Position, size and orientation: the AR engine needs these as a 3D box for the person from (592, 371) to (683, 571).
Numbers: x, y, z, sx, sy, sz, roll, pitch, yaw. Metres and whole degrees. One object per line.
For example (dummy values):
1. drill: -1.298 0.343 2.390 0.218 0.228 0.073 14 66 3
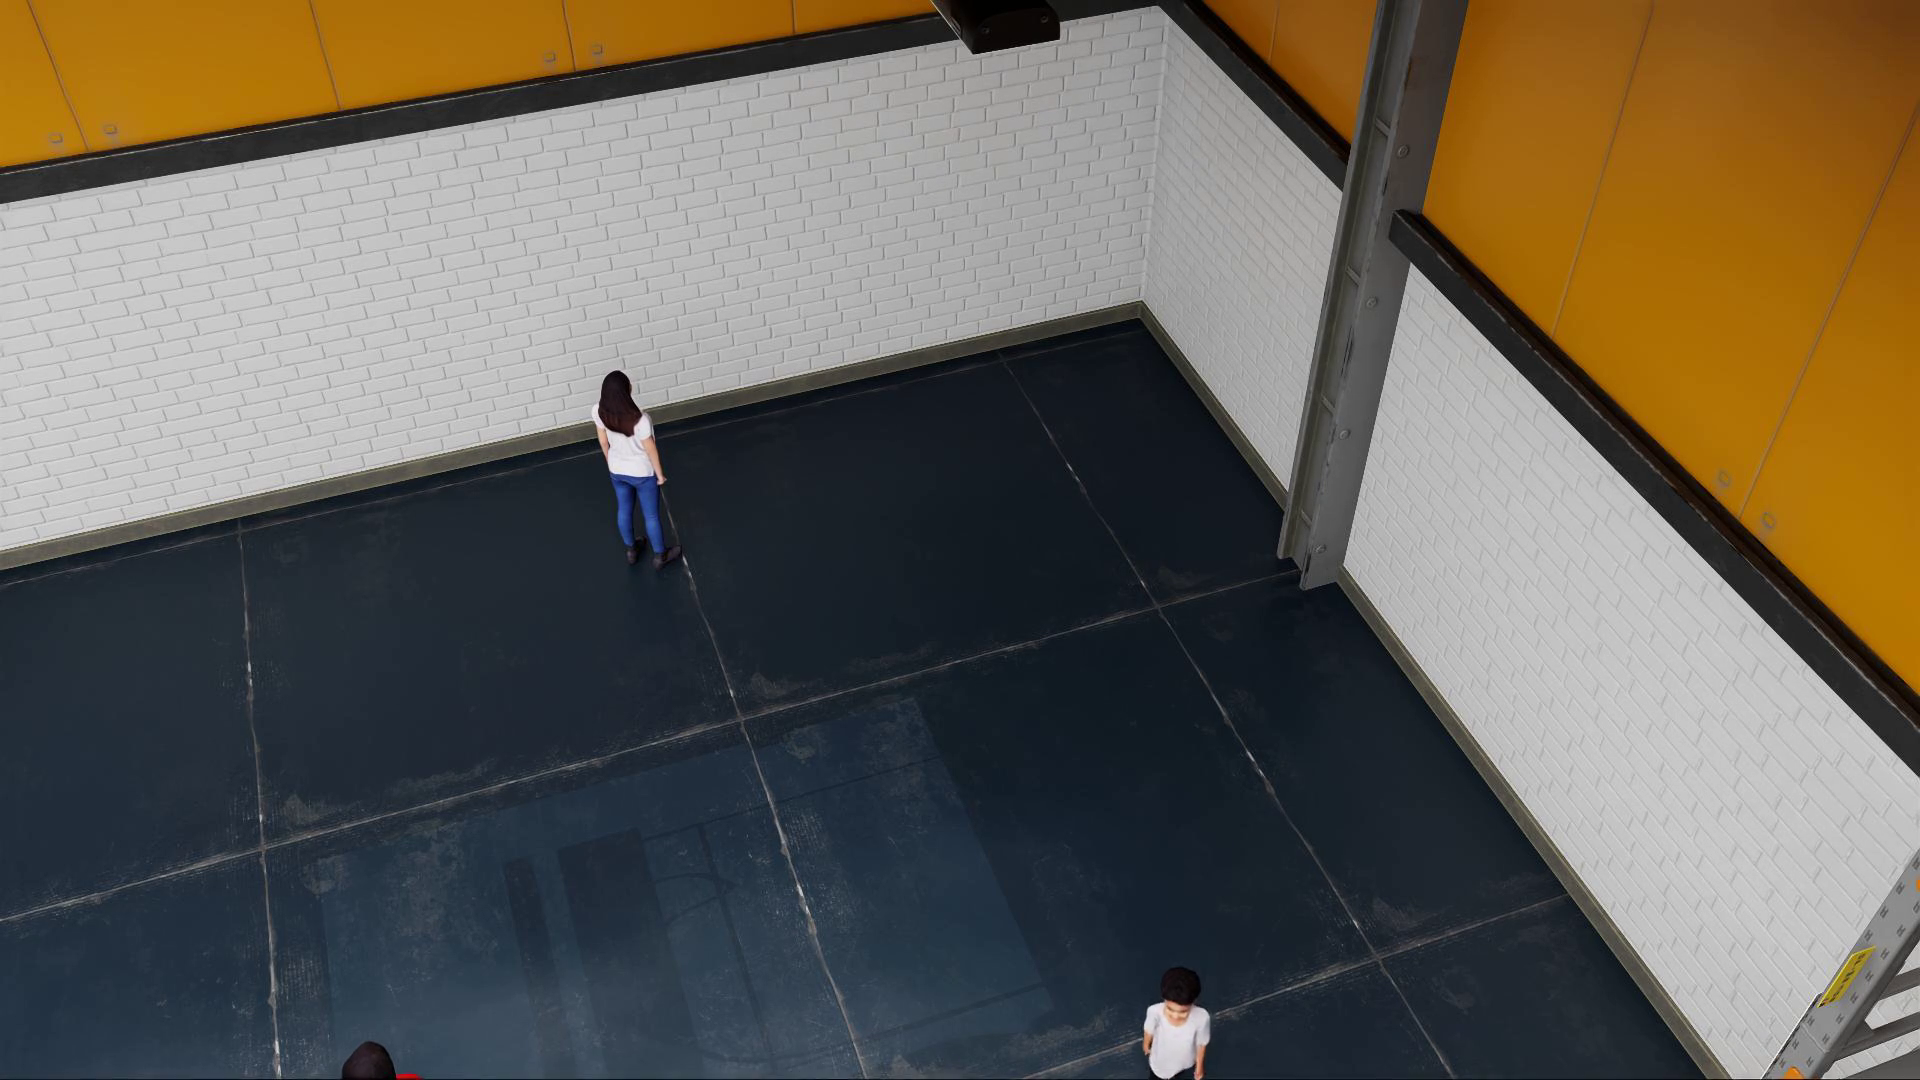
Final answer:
1. person: -2.237 -0.462 11.384 0.677 1.685 0.723 15 46 15

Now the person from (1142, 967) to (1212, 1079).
1. person: 1.113 2.555 8.535 0.712 1.248 0.924 3 44 3

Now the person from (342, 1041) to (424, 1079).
1. person: -2.597 2.875 7.839 0.587 1.744 0.506 -11 45 -11
